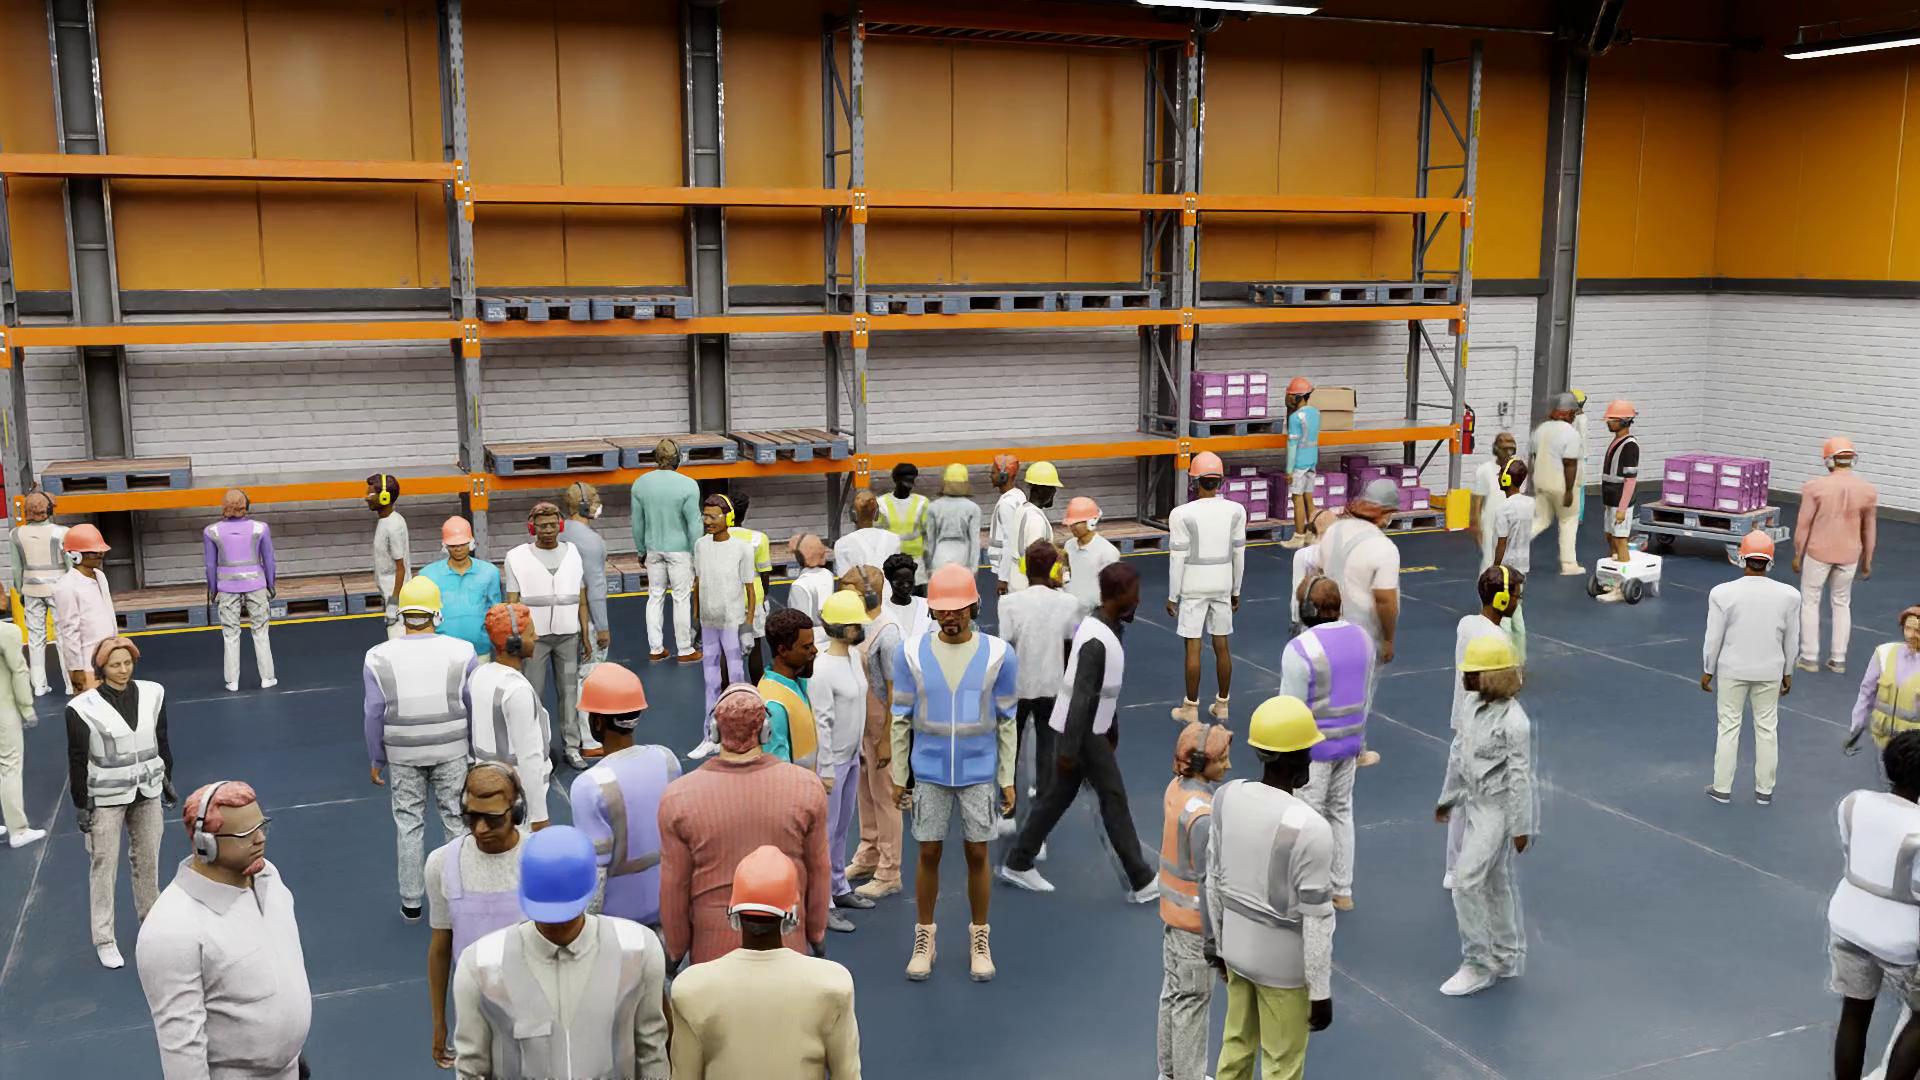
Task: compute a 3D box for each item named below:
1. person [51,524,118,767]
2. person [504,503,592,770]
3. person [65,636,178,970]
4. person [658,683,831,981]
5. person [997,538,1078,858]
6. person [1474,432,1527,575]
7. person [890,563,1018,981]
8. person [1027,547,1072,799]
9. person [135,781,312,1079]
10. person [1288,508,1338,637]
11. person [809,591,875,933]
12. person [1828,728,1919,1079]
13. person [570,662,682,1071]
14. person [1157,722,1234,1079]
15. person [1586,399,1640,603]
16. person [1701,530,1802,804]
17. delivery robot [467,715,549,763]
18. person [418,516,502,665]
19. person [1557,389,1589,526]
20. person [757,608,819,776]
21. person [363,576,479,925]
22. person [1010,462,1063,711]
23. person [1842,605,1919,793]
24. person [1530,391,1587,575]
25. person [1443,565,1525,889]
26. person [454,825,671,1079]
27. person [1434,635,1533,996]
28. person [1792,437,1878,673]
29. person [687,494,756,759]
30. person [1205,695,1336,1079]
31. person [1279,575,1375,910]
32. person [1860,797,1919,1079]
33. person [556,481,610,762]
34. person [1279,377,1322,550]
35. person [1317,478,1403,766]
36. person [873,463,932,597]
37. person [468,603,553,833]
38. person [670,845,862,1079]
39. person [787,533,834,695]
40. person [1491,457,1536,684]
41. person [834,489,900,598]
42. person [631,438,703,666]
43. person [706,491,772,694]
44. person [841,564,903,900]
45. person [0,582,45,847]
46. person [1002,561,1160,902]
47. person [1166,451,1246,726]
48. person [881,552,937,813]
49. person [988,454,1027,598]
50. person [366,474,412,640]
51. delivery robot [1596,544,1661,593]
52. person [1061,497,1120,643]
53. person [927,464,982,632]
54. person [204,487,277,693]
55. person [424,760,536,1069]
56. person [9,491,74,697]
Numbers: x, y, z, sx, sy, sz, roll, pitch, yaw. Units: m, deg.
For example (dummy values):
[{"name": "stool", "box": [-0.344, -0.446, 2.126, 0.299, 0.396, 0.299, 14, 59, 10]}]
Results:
[{"name": "person", "box": [-5.660, 0.759, 10.867, 0.330, 1.750, 0.573, -1, 10, -5]}, {"name": "person", "box": [-2.763, 0.655, 11.199, 0.565, 1.846, 0.390, -6, 11, -30]}, {"name": "person", "box": [-4.134, 1.274, 8.232, 0.310, 1.638, 0.522, 6, 12, 32]}, {"name": "person", "box": [-0.807, 1.478, 6.282, 0.640, 1.910, 0.401, -2, 10, -11]}, {"name": "person", "box": [0.414, 0.899, 9.827, 0.532, 1.832, 0.777, -2, 10, -9]}, {"name": "person", "box": [5.072, -0.096, 15.581, 0.523, 1.820, 0.634, -1, 10, -3]}, {"name": "person", "box": [-0.030, 1.114, 7.986, 0.615, 2.043, 0.373, 0, 10, 2]}, {"name": "person", "box": [0.584, 0.850, 10.692, 0.284, 1.633, 0.497, 3, 10, 17]}, {"name": "person", "box": [-2.218, 1.671, 5.170, 0.410, 1.909, 0.642, 1, 10, 4]}, {"name": "person", "box": [2.650, 0.586, 12.191, 0.514, 1.641, 0.308, -4, 10, -20]}, {"name": "person", "box": [-0.613, 1.135, 8.671, 0.327, 1.767, 0.523, 3, 10, 18]}, {"name": "person", "box": [3.658, 1.550, 6.526, 0.421, 1.675, 0.530, -4, 11, -21]}, {"name": "person", "box": [-1.325, 1.428, 6.482, 0.360, 1.935, 0.552, 5, 11, 29]}, {"name": "person", "box": [0.953, 1.534, 6.734, 0.306, 1.638, 0.522, -1, 10, -7]}, {"name": "person", "box": [6.567, -0.390, 16.655, 0.375, 2.044, 0.605, 1, 10, 7]}, {"name": "person", "box": [5.012, 0.808, 10.578, 0.562, 1.753, 0.327, 2, 10, 11]}, {"name": "delivery robot", "box": [-3.110, 1.280, 11.047, 0.707, 0.478, 0.477, -6, 11, -30]}, {"name": "person", "box": [-3.343, 0.704, 11.180, 0.563, 1.752, 0.327, -4, 11, -22]}, {"name": "person", "box": [7.864, -1.053, 21.302, 0.338, 1.761, 0.524, 1, 10, 6]}, {"name": "person", "box": [-0.798, 1.248, 7.575, 0.378, 1.917, 0.597, 0, 10, -2]}, {"name": "person", "box": [-2.788, 1.095, 8.706, 0.601, 1.830, 0.403, -3, 10, -17]}, {"name": "person", "box": [0.585, 0.353, 12.736, 0.397, 1.920, 0.586, -1, 10, -5]}, {"name": "person", "box": [5.204, 1.134, 9.168, 0.831, 1.596, 0.518, -4, 11, -24]}, {"name": "person", "box": [6.388, -0.625, 18.014, 0.853, 2.000, 0.695, -3, 10, -17]}, {"name": "person", "box": [2.822, 1.046, 8.933, 0.347, 1.855, 0.531, -1, 10, -7]}, {"name": "person", "box": [-1.121, 1.728, 4.765, 0.605, 1.934, 0.418, -3, 10, -19]}, {"name": "person", "box": [2.449, 1.294, 7.896, 0.607, 1.722, 0.489, -1, 10, -7]}, {"name": "person", "box": [7.294, 0.130, 13.873, 0.648, 1.966, 0.493, 1, 10, 5]}, {"name": "person", "box": [-1.640, 0.604, 11.425, 0.512, 1.873, 0.329, 5, 11, 25]}, {"name": "person", "box": [1.137, 1.508, 6.044, 0.381, 1.930, 0.589, -6, 12, -31]}, {"name": "person", "box": [1.882, 1.093, 8.729, 0.644, 1.833, 0.430, -7, 12, -33]}, {"name": "person", "box": [4.197, 1.401, 6.862, 0.991, 1.867, 0.642, 0, 10, -1]}, {"name": "person", "box": [-2.605, 0.557, 11.500, 0.370, 1.940, 0.627, -8, 13, -38]}, {"name": "person", "box": [4.002, -0.897, 19.615, 0.399, 2.039, 0.609, 8, 13, 40]}, {"name": "person", "box": [2.681, 0.554, 11.219, 0.621, 2.000, 0.731, -5, 11, -25]}, {"name": "person", "box": [-0.560, 0.146, 14.615, 0.661, 1.688, 0.342, -1, 10, -7]}, {"name": "person", "box": [-2.087, 1.223, 7.819, 0.354, 1.883, 0.573, -8, 12, -38]}, {"name": "person", "box": [-0.581, 1.773, 5.021, 0.575, 1.749, 0.334, -1, 10, -6]}, {"name": "person", "box": [-0.995, 0.763, 11.180, 0.309, 1.636, 0.523, 3, 10, 19]}, {"name": "person", "box": [4.392, 0.267, 13.368, 0.513, 1.872, 0.328, -9, 13, -42]}, {"name": "person", "box": [-0.660, 0.558, 11.759, 0.507, 1.847, 0.351, -5, 11, -29]}, {"name": "person", "box": [-2.466, 0.105, 14.104, 0.635, 1.937, 0.353, 3, 10, 17]}, {"name": "person", "box": [-1.698, 0.471, 12.688, 0.535, 1.697, 0.322, 0, 10, 1]}, {"name": "person", "box": [-0.490, 1.031, 9.057, 0.344, 1.839, 0.504, -5, 11, -27]}, {"name": "person", "box": [-5.715, 1.006, 9.824, 0.504, 1.628, 0.278, 2, 10, 12]}, {"name": "person", "box": [0.701, 1.040, 8.968, 1.031, 1.864, 0.637, 1, 10, 7]}, {"name": "person", "box": [1.806, 0.362, 12.322, 0.608, 2.044, 0.370, -3, 10, -18]}, {"name": "person", "box": [-0.363, 0.908, 10.174, 0.540, 1.695, 0.317, -5, 11, -27]}, {"name": "person", "box": [0.388, 0.240, 13.489, 0.361, 1.883, 0.574, 2, 10, 10]}, {"name": "person", "box": [-4.251, 0.431, 12.419, 0.326, 1.874, 0.518, -4, 11, -22]}, {"name": "delivery robot", "box": [6.764, 0.279, 16.812, 0.707, 0.478, 0.477, -7, 12, -36]}, {"name": "person", "box": [0.914, 0.546, 12.134, 0.354, 1.737, 0.577, -7, 12, -35]}, {"name": "person", "box": [-0.050, 0.189, 14.328, 0.487, 1.690, 0.903, 1, 10, 7]}, {"name": "person", "box": [-5.723, 0.401, 13.259, 0.514, 1.641, 0.309, -4, 11, -20]}, {"name": "person", "box": [-1.546, 1.625, 5.657, 0.511, 1.836, 0.357, 0, 10, -1]}, {"name": "person", "box": [-7.170, 0.431, 13.085, 0.510, 1.640, 0.308, 0, 10, -2]}]
